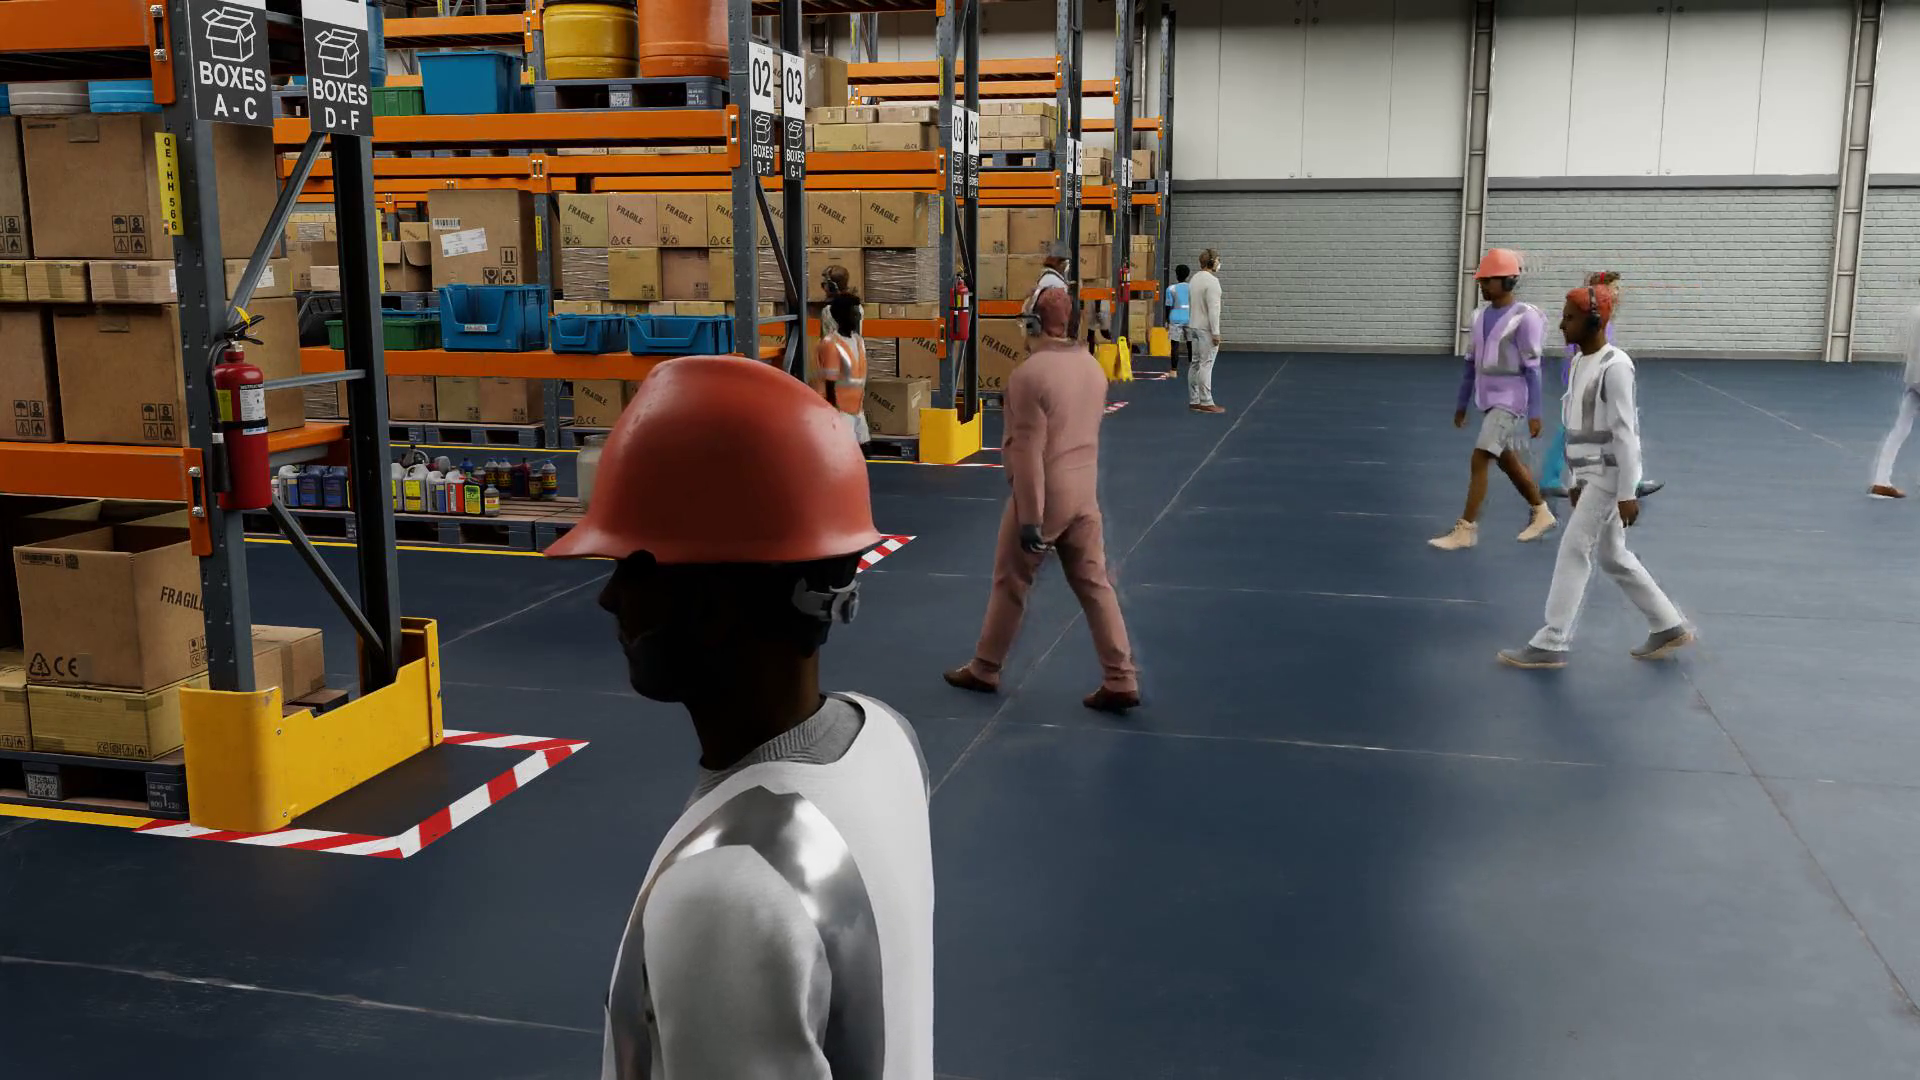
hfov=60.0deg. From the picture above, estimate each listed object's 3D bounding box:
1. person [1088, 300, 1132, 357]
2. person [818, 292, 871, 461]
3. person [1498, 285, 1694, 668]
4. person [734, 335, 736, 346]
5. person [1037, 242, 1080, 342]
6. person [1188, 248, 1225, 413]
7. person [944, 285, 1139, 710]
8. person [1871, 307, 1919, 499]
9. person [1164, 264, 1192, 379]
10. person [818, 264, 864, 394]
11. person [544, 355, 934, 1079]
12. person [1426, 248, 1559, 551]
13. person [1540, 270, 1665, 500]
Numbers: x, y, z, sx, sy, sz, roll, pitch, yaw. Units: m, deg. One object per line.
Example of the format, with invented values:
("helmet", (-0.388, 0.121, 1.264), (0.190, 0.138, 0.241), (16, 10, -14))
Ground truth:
("person", (2.304, -3.688, 26.490), (0.856, 1.936, 0.610), (4, 11, 23))
("person", (-0.889, -0.938, 11.958), (0.455, 1.679, 0.533), (5, 11, 25))
("person", (3.090, -0.294, 7.926), (0.826, 1.861, 0.594), (1, 10, 5))
("person", (-2.728, -2.437, 19.589), (0.809, 1.908, 0.579), (1, 10, 6))
("person", (1.131, -2.455, 19.337), (0.540, 2.000, 0.705), (0, 10, -1))
("person", (2.911, -2.471, 19.711), (0.370, 1.940, 0.627), (-3, 11, -17))
("person", (0.401, -0.182, 7.295), (1.024, 1.857, 0.653), (9, 14, 41))
("person", (7.681, -1.221, 13.102), (0.961, 1.819, 0.538), (-1, 10, -6))
("person", (3.280, -3.221, 24.582), (0.546, 1.690, 0.322), (-2, 10, -9))
("person", (-0.990, -1.337, 13.697), (0.345, 1.844, 0.507), (5, 11, 27))
("person", (-0.200, 0.791, 1.639), (0.355, 1.939, 0.543), (1, 10, 7))
("person", (3.617, -0.927, 11.027), (1.041, 1.998, 0.624), (-3, 11, -17))
("person", (5.054, -1.199, 13.034), (0.935, 1.796, 0.593), (3, 11, 14))
